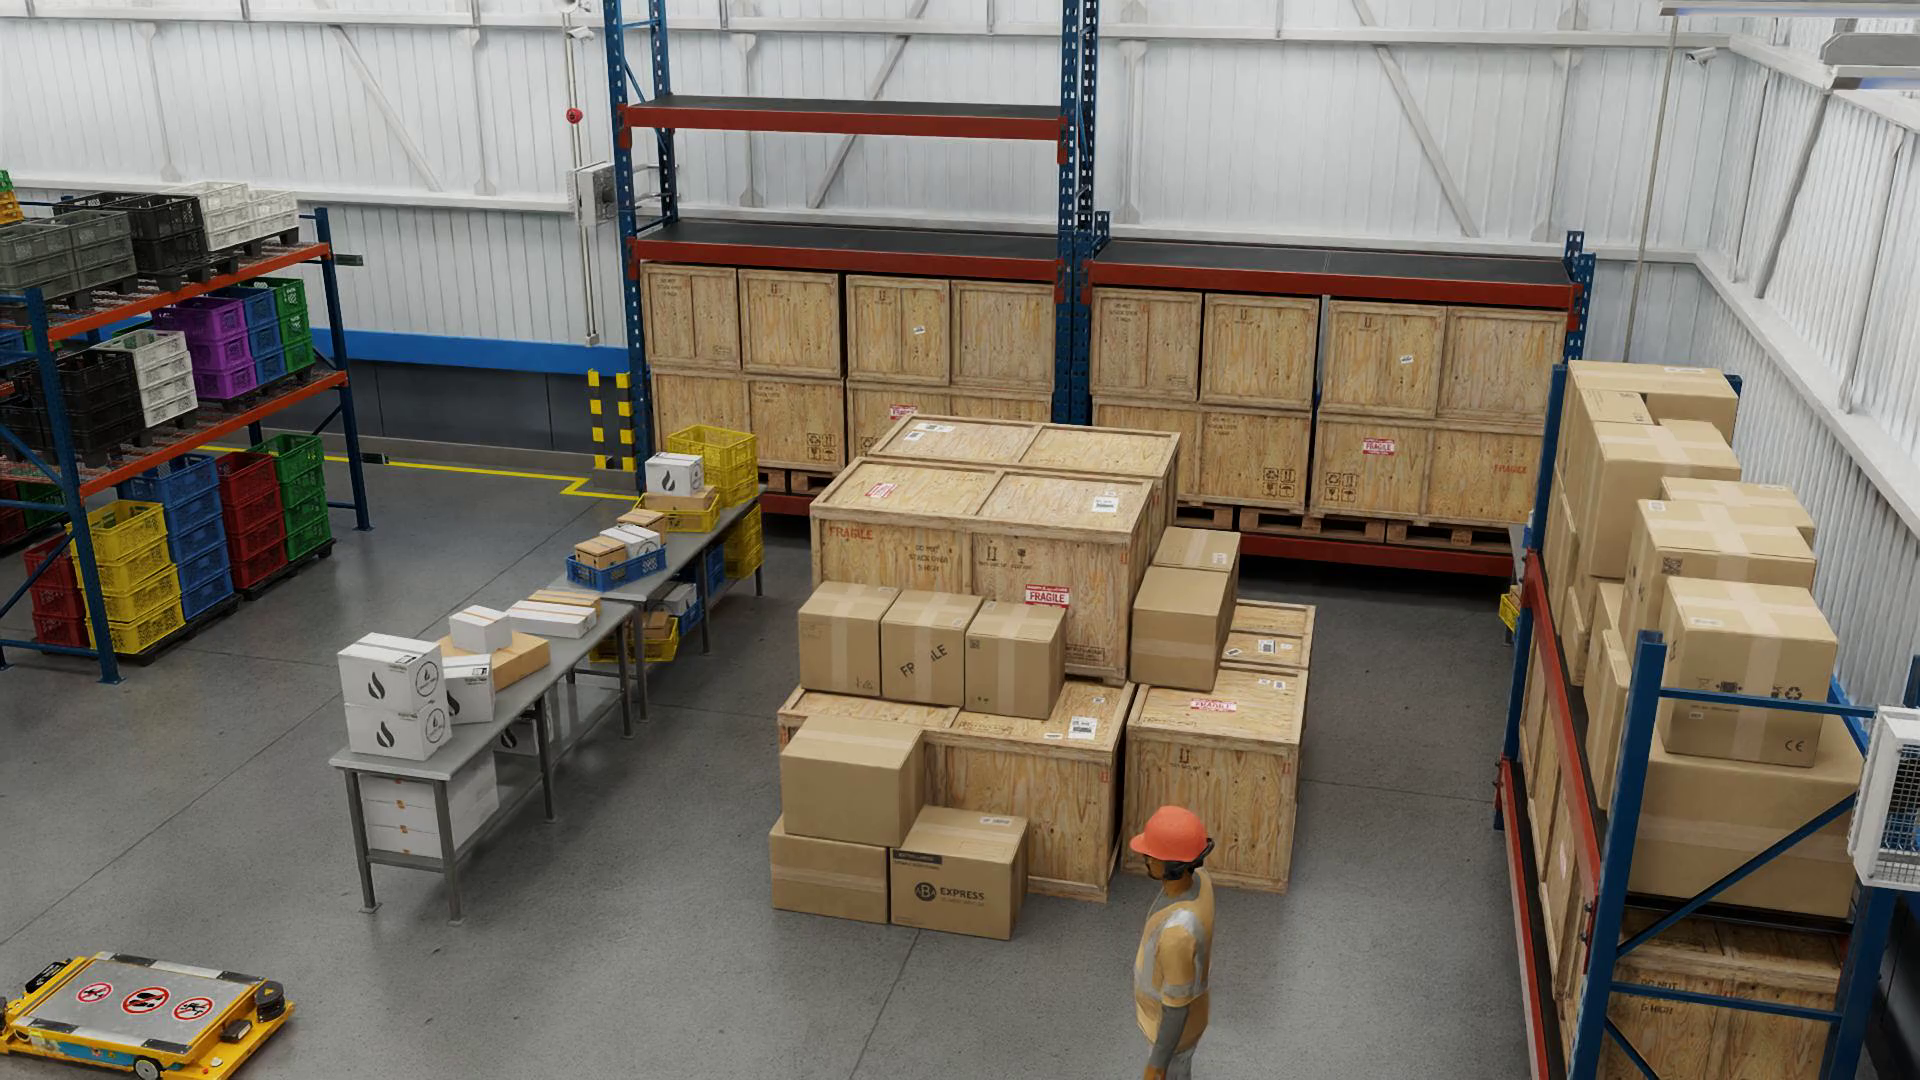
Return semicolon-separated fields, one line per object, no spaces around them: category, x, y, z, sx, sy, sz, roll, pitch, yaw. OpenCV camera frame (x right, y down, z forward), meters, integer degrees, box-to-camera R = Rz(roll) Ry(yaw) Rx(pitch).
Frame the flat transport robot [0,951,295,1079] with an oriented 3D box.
flat transport robot;-4.270;2.464;8.601;1.431;0.231;0.659;5;22;13

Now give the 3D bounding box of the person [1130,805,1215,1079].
person;0.887;2.059;7.179;0.368;2.044;0.606;4;21;11
